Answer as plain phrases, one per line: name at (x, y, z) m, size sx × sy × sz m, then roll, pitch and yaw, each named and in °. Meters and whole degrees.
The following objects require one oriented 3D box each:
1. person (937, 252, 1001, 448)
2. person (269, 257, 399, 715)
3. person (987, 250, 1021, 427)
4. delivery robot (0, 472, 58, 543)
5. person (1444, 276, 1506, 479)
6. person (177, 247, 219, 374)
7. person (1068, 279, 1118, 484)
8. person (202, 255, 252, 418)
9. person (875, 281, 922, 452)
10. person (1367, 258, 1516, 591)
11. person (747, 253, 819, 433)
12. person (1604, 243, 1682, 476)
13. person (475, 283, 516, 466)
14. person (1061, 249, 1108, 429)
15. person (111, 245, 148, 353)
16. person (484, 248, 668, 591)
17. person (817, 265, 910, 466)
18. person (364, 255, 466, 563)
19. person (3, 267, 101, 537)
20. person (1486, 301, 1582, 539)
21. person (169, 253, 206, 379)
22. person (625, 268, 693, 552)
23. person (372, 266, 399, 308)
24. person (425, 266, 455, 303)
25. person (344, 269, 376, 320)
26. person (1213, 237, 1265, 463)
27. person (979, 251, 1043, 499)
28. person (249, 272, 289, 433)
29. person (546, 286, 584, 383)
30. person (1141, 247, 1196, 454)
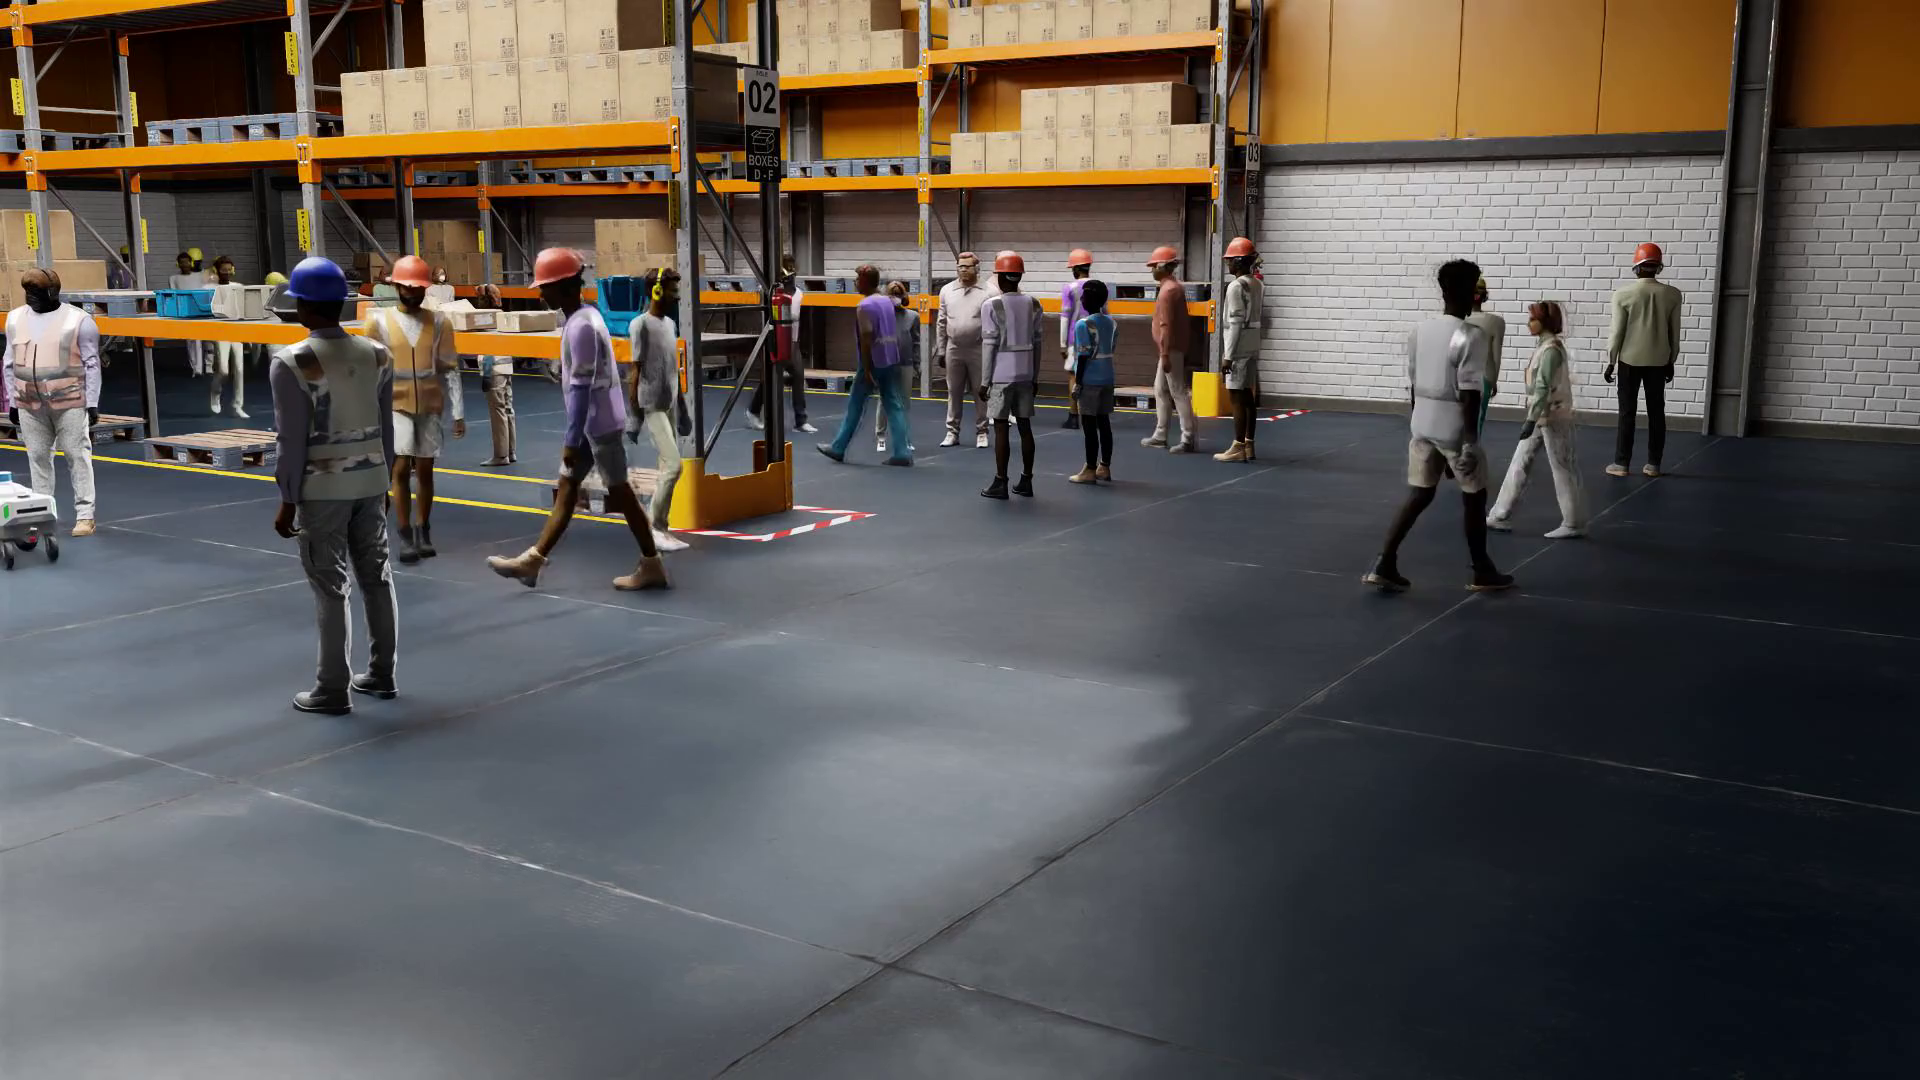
person at (0.080, -1.844, 16.224) m, size 0.643 × 1.908 × 0.399 m, roll 3°, pitch 11°, yaw 15°
person at (-2.674, -0.226, 7.139) m, size 0.380 × 1.949 × 0.601 m, roll 5°, pitch 12°, yaw 28°
person at (0.503, -2.196, 18.169) m, size 0.407 × 1.910 × 0.640 m, roll 5°, pitch 11°, yaw 27°
delivery robot at (-6.035, -0.188, 10.516) m, size 0.707 × 0.478 × 0.477 m, roll 8°, pitch 13°, yaw 35°
person at (4.221, -1.321, 13.792) m, size 0.521 × 1.743 × 0.578 m, roll 4°, pitch 11°, yaw 20°
person at (-11.441, -3.431, 25.013) m, size 0.627 × 1.902 × 0.732 m, roll -4°, pitch 11°, yaw -21°
person at (1.111, -1.314, 13.860) m, size 0.318 × 1.700 × 0.535 m, roll 7°, pitch 13°, yaw 35°
person at (-8.339, -2.308, 18.952) m, size 0.473 × 1.858 × 0.514 m, roll 9°, pitch 14°, yaw 41°
person at (-0.614, -1.657, 15.938) m, size 0.507 × 1.632 × 0.267 m, roll -3°, pitch 11°, yaw -18°
person at (2.785, -0.641, 9.514) m, size 0.909 × 1.929 × 0.626 m, roll -5°, pitch 11°, yaw -25°
person at (-1.916, -2.083, 17.614) m, size 0.923 × 1.888 × 0.598 m, roll 9°, pitch 14°, yaw 42°
person at (5.851, -1.538, 14.277) m, size 0.610 × 1.996 × 0.379 m, roll 0°, pitch 10°, yaw 1°
person at (-4.184, -1.485, 14.978) m, size 0.314 × 1.637 × 0.517 m, roll 0°, pitch 10°, yaw 3°
person at (1.318, -2.146, 17.848) m, size 0.556 × 1.927 × 0.393 m, roll -4°, pitch 11°, yaw -22°
person at (-14.939, -4.332, 29.948) m, size 0.595 × 1.925 × 0.371 m, roll -10°, pitch 14°, yaw -44°
person at (-2.193, -0.652, 9.419) m, size 1.078 × 1.971 × 0.635 m, roll -3°, pitch 11°, yaw -15°
person at (-0.853, -1.567, 14.986) m, size 0.968 × 1.795 × 0.567 m, roll 6°, pitch 12°, yaw 32°
person at (-3.397, -0.813, 10.451) m, size 0.578 × 1.920 × 0.653 m, roll -6°, pitch 12°, yaw -29°
person at (-6.199, -0.932, 11.362) m, size 0.619 × 1.839 × 0.430 m, roll -1°, pitch 10°, yaw -3°
person at (3.876, -0.802, 11.266) m, size 0.797 × 1.600 × 0.532 m, roll 1°, pitch 10°, yaw 8°
person at (-11.215, -3.247, 24.192) m, size 0.559 × 1.827 × 0.944 m, roll -3°, pitch 11°, yaw -17°
person at (-1.903, -0.829, 10.769) m, size 0.448 × 1.843 × 0.574 m, roll 3°, pitch 11°, yaw 18°
person at (-8.621, -3.307, 25.085) m, size 0.280 × 1.631 × 0.504 m, roll 5°, pitch 11°, yaw 27°
person at (-7.792, -3.291, 24.996) m, size 0.281 × 1.633 × 0.500 m, roll 9°, pitch 14°, yaw 42°
person at (-6.803, -2.202, 18.783) m, size 0.317 × 1.695 × 0.539 m, roll 5°, pitch 11°, yaw 25°
person at (2.537, -1.723, 15.168) m, size 0.372 × 2.042 × 0.615 m, roll 6°, pitch 12°, yaw 30°
person at (0.383, -1.286, 13.044) m, size 0.545 × 1.938 × 0.362 m, roll -6°, pitch 12°, yaw -31°
person at (-6.705, -1.771, 16.365) m, size 0.880 × 1.697 × 0.508 m, roll 7°, pitch 13°, yaw 36°
person at (-5.521, -3.078, 23.366) m, size 0.913 × 1.798 × 0.597 m, roll 5°, pitch 11°, yaw 26°
person at (2.020, -1.811, 15.940) m, size 0.599 × 1.959 × 0.662 m, roll 3°, pitch 11°, yaw 15°
